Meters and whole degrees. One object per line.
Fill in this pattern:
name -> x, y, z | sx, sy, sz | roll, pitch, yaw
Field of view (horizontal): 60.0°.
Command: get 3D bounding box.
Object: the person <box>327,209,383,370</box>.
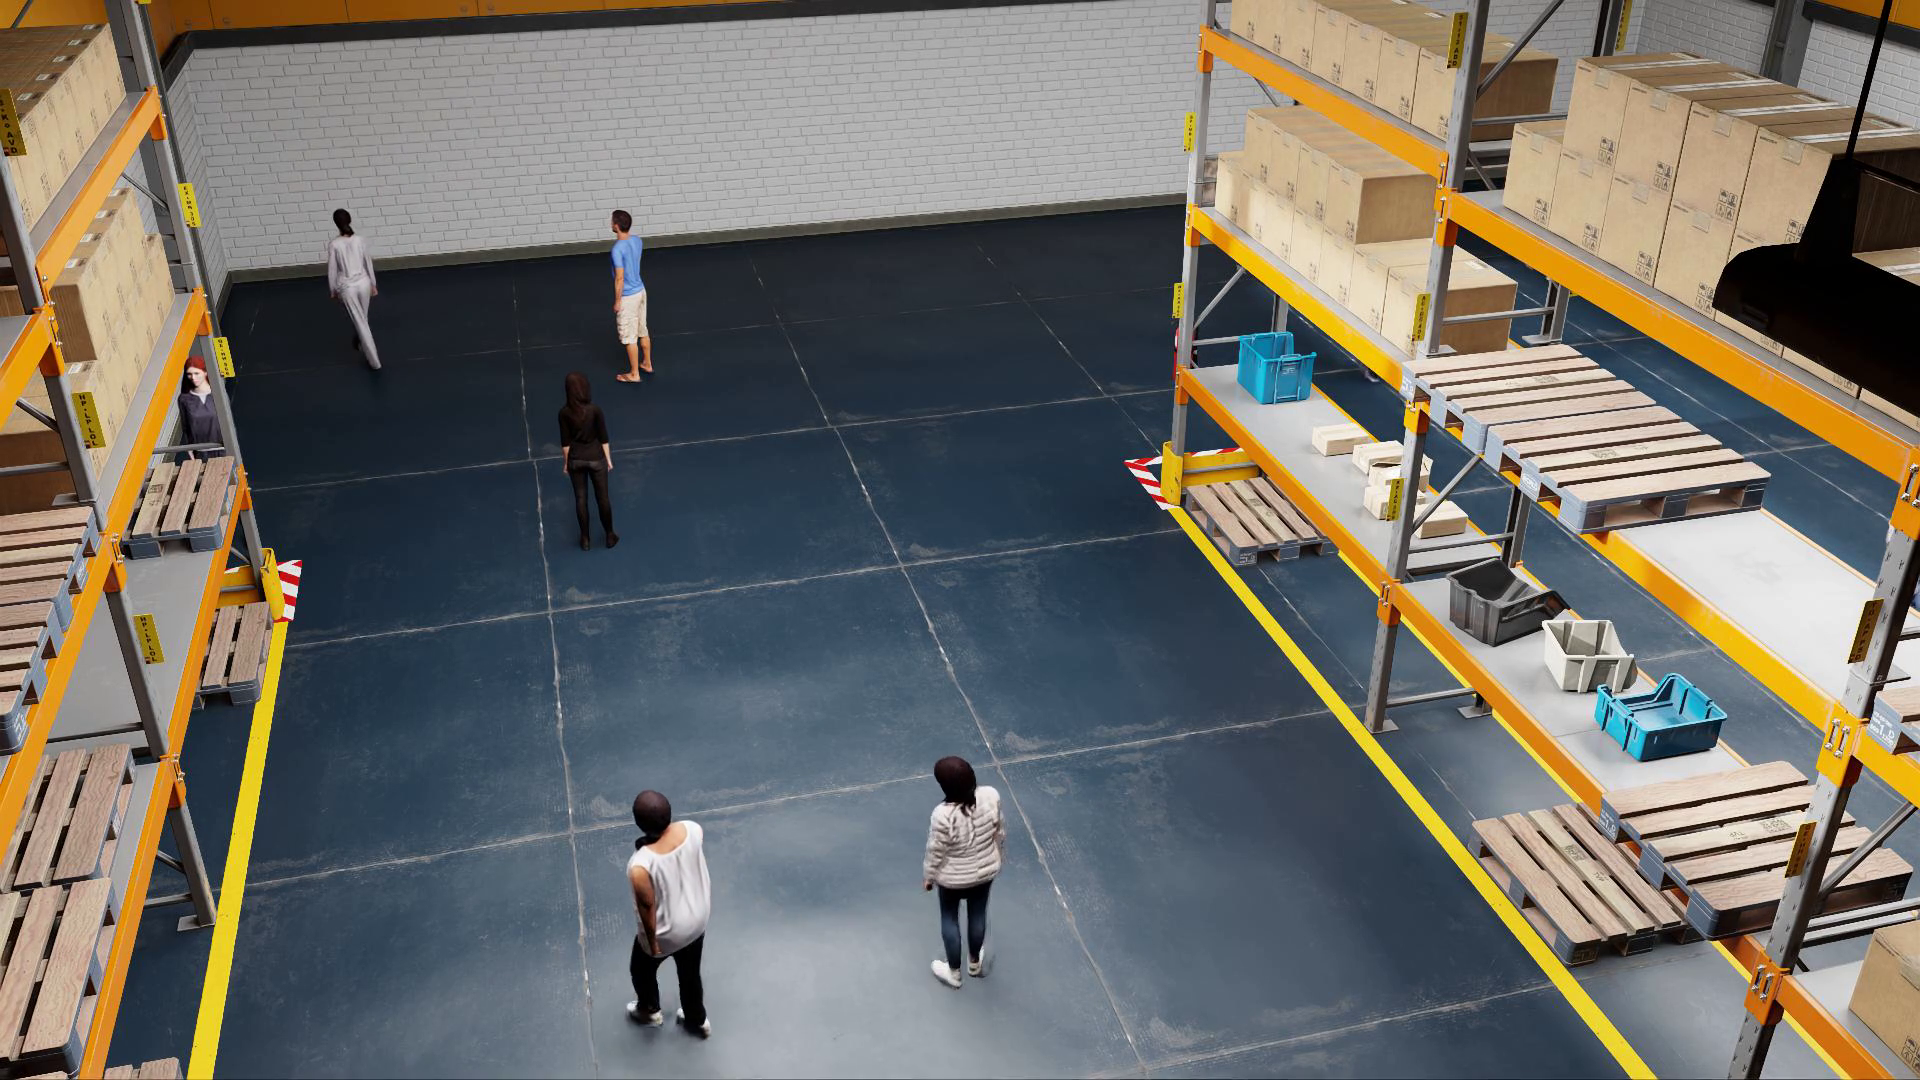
person -> -6.519, -2.675, 18.002 | 0.903, 1.735, 1.147 | -22, 35, -34

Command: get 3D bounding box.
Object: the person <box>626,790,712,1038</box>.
person -> -1.581, 2.121, 9.277 | 0.826, 1.669, 0.891 | -25, 37, -38

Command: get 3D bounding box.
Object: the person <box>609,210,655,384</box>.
person -> -3.518, -2.615, 17.757 | 0.799, 1.864, 0.706 | 11, 30, 18

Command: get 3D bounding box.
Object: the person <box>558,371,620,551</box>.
person -> -3.241, -0.681, 14.444 | 0.610, 1.641, 0.557 | -3, 29, -5

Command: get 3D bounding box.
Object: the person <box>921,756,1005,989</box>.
person -> 0.032, 1.903, 9.723 | 0.684, 1.624, 0.598 | -4, 29, -8

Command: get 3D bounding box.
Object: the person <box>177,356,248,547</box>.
person -> -6.475, -0.762, 14.447 | 0.567, 1.780, 0.491 | -7, 29, -13
